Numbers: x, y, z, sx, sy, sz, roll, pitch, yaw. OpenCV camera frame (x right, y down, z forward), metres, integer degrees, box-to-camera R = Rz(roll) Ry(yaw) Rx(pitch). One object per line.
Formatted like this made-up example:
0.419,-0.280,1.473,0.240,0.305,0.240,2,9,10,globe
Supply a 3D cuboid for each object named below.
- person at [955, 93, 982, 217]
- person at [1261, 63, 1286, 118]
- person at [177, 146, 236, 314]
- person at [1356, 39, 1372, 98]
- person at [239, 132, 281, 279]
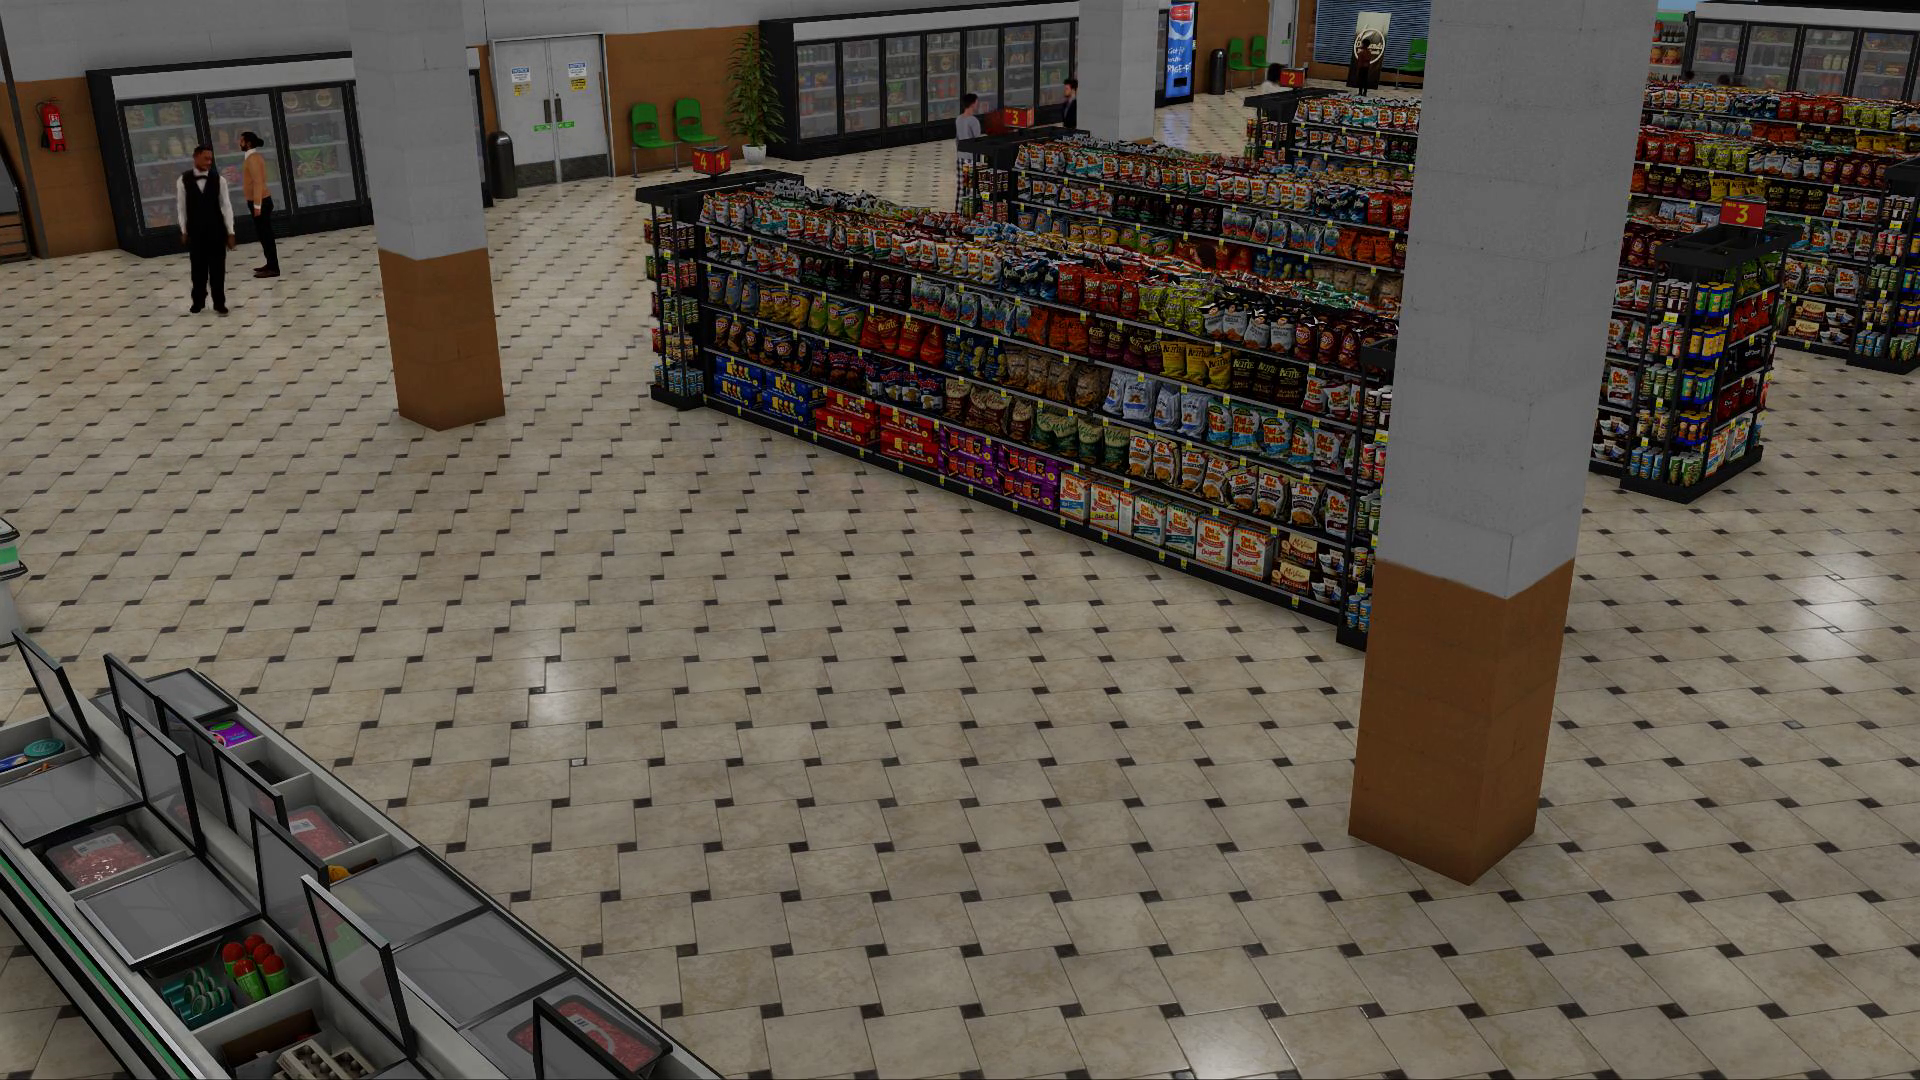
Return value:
0.116,-5.284,23.191,0.702,1.847,0.500,-17,27,-36,person
5.393,-7.364,28.666,0.867,1.625,0.965,-4,22,-10,person
-8.438,-3.444,18.574,0.878,1.876,0.864,-3,22,-8,person
8.952,-10.461,36.871,0.556,1.255,0.530,-14,26,-32,person
-8.619,-4.134,20.454,0.807,1.754,0.670,-8,23,-19,person
